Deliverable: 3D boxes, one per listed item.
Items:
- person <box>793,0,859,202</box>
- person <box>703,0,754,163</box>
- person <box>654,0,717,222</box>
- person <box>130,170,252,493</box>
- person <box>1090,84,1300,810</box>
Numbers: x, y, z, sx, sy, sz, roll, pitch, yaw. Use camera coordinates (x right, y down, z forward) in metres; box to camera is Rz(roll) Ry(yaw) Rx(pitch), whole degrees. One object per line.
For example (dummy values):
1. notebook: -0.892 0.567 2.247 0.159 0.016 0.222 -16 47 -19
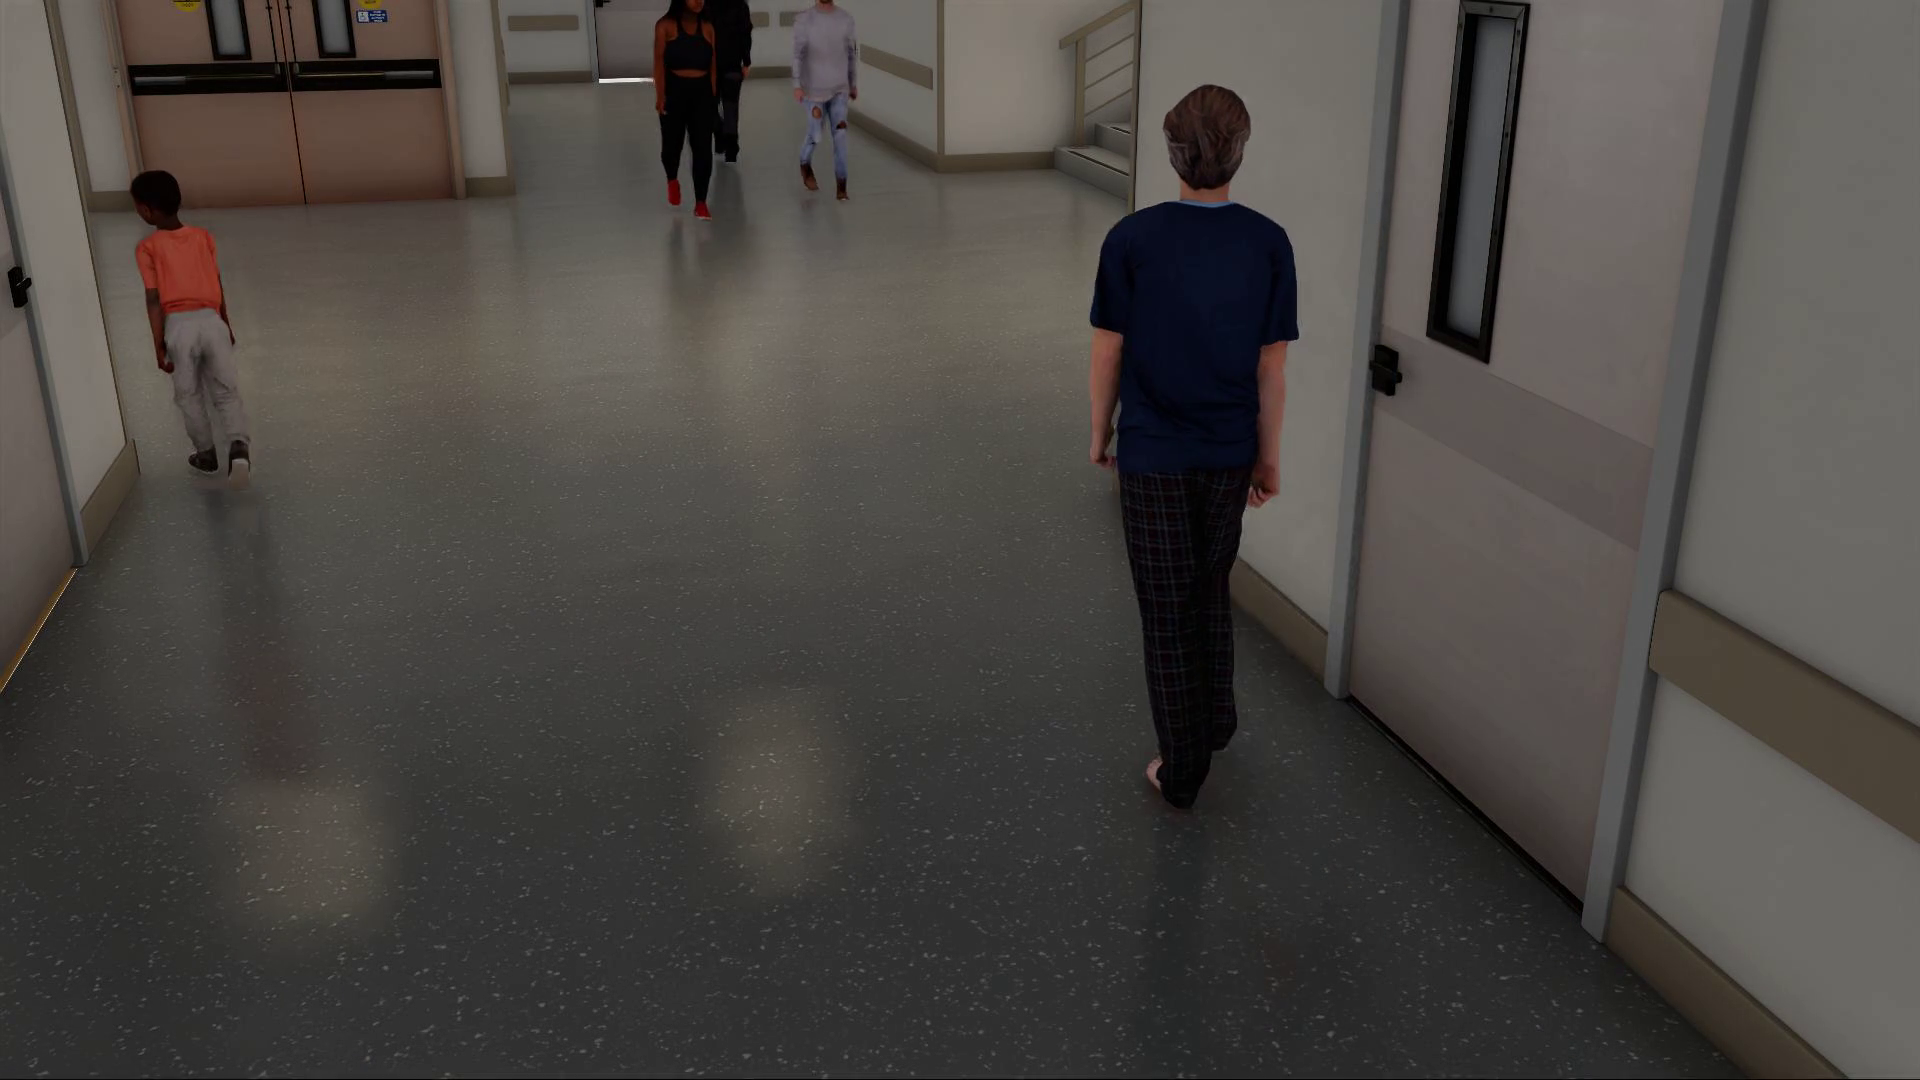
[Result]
1. person: -1.133 -3.711 13.632 1.122 1.801 0.845 -8 22 -21
2. person: -2.270 -4.526 15.736 1.119 1.836 1.008 0 21 0
3. person: -2.121 -3.363 12.755 1.161 1.771 0.784 -6 22 -16
4. person: -3.077 -0.823 6.734 0.892 1.286 0.766 -14 25 -33
5. person: 0.597 -0.167 4.202 0.653 1.853 0.758 -3 21 -8
